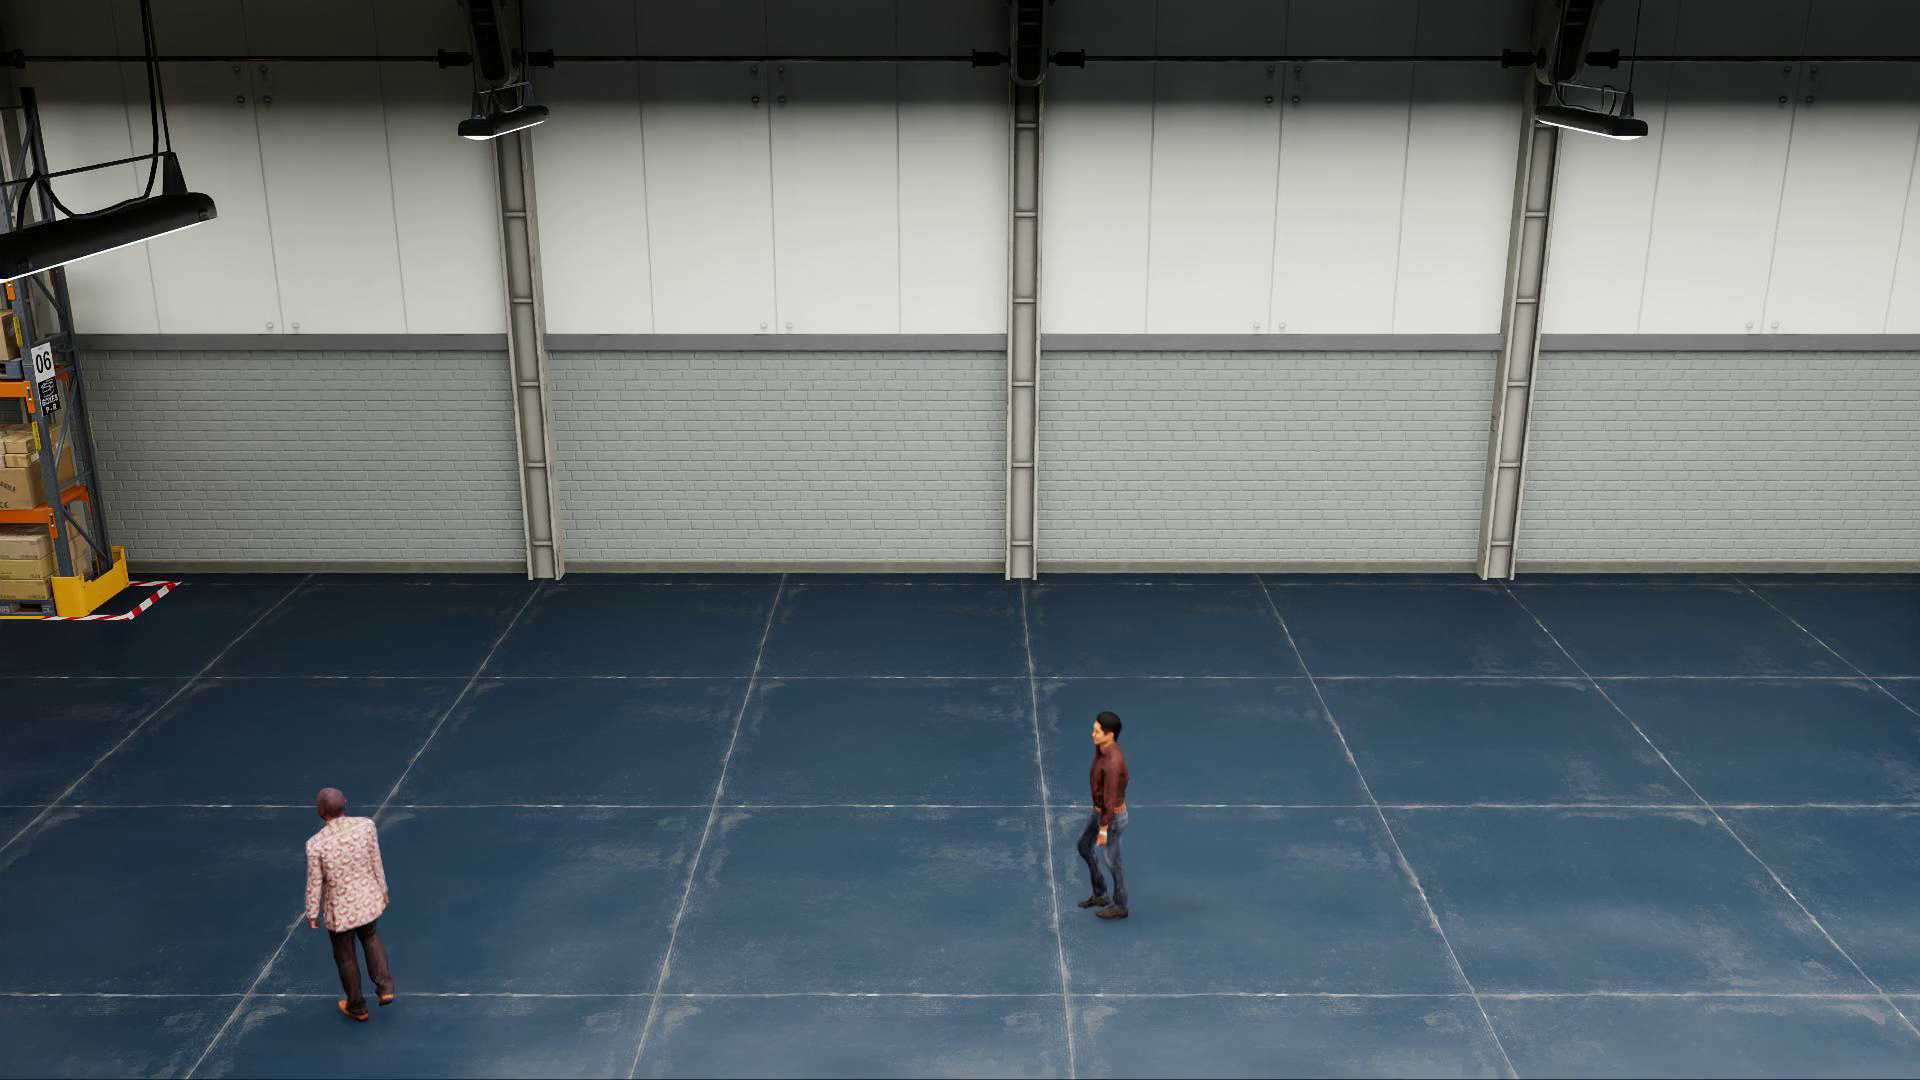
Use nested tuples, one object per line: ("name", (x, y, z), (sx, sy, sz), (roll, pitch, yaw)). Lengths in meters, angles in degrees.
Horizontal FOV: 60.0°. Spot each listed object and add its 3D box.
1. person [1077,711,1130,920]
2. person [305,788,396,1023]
("person", (1.250, 2.154, 12.960), (0.661, 1.763, 0.704), (-2, 18, -6))
("person", (-4.219, 2.574, 11.616), (0.931, 1.796, 0.875), (16, 24, 41))
